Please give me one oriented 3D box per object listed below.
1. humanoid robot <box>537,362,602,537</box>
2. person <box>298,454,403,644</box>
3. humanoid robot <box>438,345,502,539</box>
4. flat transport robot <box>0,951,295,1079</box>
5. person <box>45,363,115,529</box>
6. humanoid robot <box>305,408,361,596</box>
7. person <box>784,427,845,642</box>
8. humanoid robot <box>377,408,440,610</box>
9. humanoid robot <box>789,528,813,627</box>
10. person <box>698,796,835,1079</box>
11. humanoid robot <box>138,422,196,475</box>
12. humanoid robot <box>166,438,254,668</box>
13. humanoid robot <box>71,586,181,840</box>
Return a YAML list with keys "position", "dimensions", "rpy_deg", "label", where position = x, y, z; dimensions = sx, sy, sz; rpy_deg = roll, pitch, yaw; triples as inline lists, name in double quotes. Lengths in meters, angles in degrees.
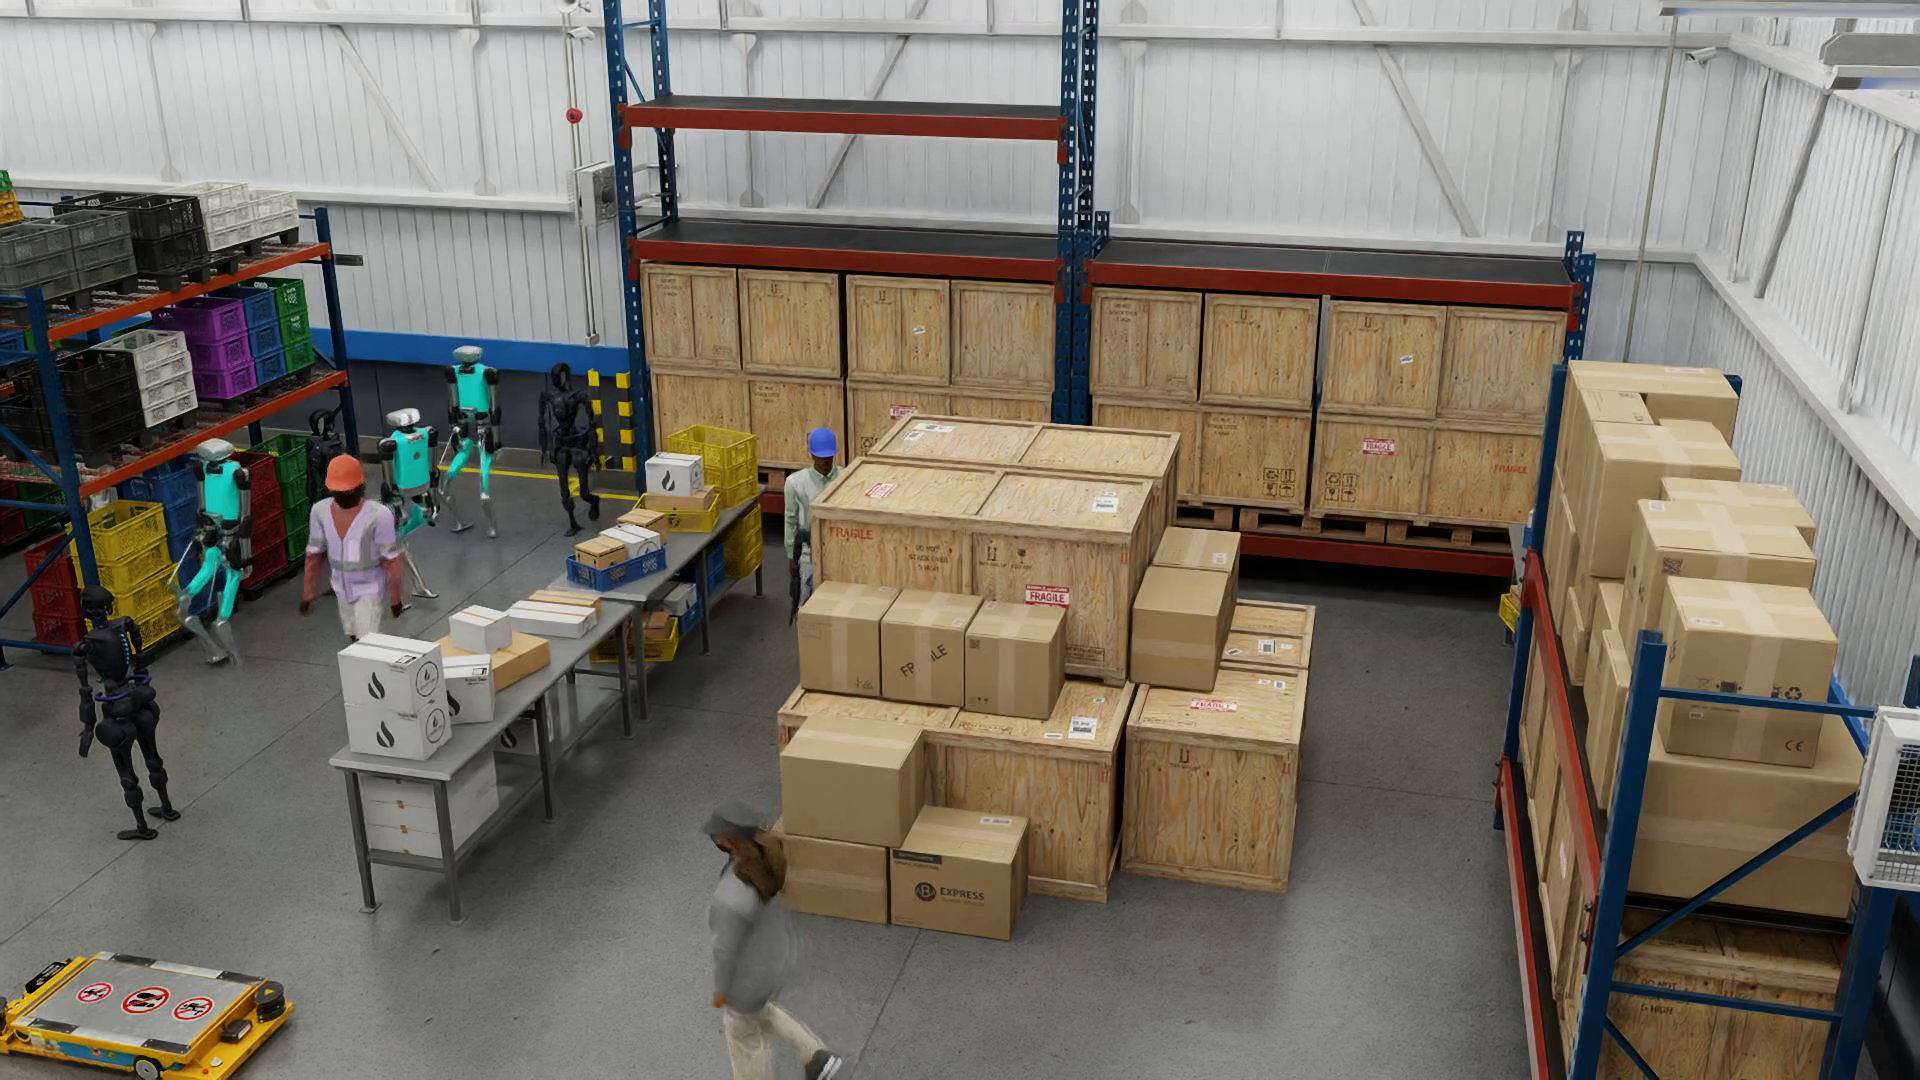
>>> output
- position: [-3.581, -0.878, 15.377]
  dimensions: [0.613, 1.633, 0.519]
  rpy_deg: [4, 21, 10]
  label: "humanoid robot"
- position: [-4.254, 0.382, 11.599]
  dimensions: [0.651, 2.020, 0.662]
  rpy_deg: [7, 22, 17]
  label: "person"
- position: [-4.506, -0.844, 15.177]
  dimensions: [0.534, 1.764, 0.749]
  rpy_deg: [6, 22, 15]
  label: "humanoid robot"
- position: [-4.270, 2.464, 8.601]
  dimensions: [1.431, 0.231, 0.659]
  rpy_deg: [5, 22, 13]
  label: "flat transport robot"
- position: [-7.589, -0.642, 14.464]
  dimensions: [0.574, 1.884, 0.356]
  rpy_deg: [7, 22, 17]
  label: "person"
- position: [-5.181, -0.295, 13.824]
  dimensions: [0.599, 1.657, 0.315]
  rpy_deg: [12, 24, 28]
  label: "humanoid robot"
- position: [-1.017, 0.086, 12.471]
  dimensions: [0.601, 1.948, 0.385]
  rpy_deg: [-8, 22, -20]
  label: "person"
- position: [-4.602, -0.289, 13.619]
  dimensions: [0.740, 1.699, 0.532]
  rpy_deg: [14, 25, 33]
  label: "humanoid robot"
- position: [-0.943, 0.463, 11.855]
  dimensions: [0.604, 1.647, 0.316]
  rpy_deg: [8, 22, 20]
  label: "humanoid robot"
- position: [-0.938, 1.982, 7.784]
  dimensions: [0.511, 1.750, 0.564]
  rpy_deg: [4, 21, 10]
  label: "person"
- position: [-7.087, -0.798, 15.089]
  dimensions: [0.561, 1.771, 0.836]
  rpy_deg: [9, 23, 22]
  label: "humanoid robot"
- position: [-5.678, 0.212, 12.566]
  dimensions: [0.539, 1.871, 0.770]
  rpy_deg: [9, 23, 23]
  label: "humanoid robot"
- position: [-5.189, 1.059, 10.281]
  dimensions: [0.315, 1.657, 0.599]
  rpy_deg: [6, 22, 14]
  label: "humanoid robot"
